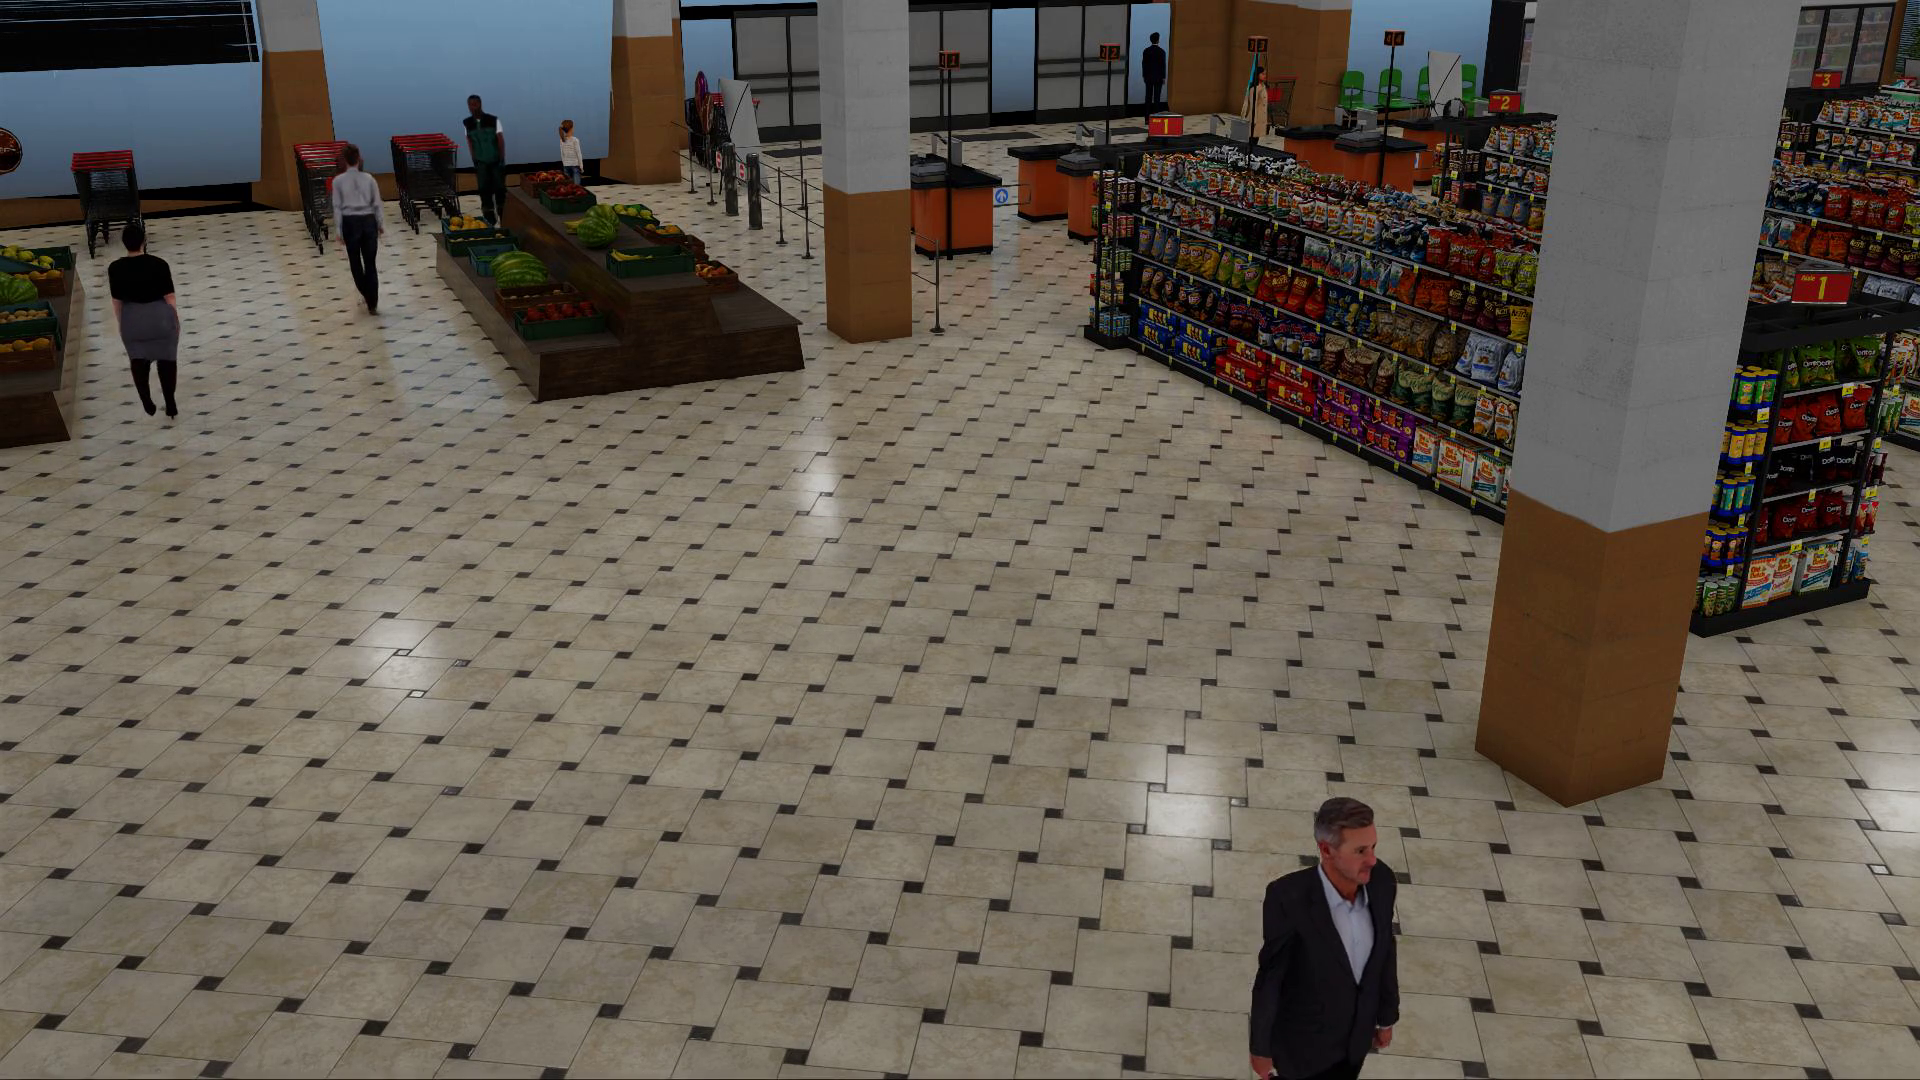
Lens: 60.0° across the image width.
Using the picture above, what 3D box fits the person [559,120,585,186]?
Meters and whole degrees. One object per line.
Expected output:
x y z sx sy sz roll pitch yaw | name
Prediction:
-5.541 -5.324 23.723 0.569 1.316 0.627 7 23 17 | person

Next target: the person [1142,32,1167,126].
3.729 -8.886 32.036 0.676 1.728 0.768 11 24 26 | person

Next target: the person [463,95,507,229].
-6.339 -5.084 22.508 0.985 1.776 1.323 -2 22 -5 | person

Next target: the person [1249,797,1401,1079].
1.186 1.655 5.704 0.790 1.800 1.198 -13 25 -28 | person

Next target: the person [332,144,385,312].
-6.608 -3.407 18.339 0.733 1.772 1.161 -8 23 -20 | person

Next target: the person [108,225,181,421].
-7.075 -1.850 14.500 0.712 1.745 0.887 -7 23 -16 | person

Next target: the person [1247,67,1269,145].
4.766 -6.765 26.817 0.737 1.682 0.720 12 25 28 | person
